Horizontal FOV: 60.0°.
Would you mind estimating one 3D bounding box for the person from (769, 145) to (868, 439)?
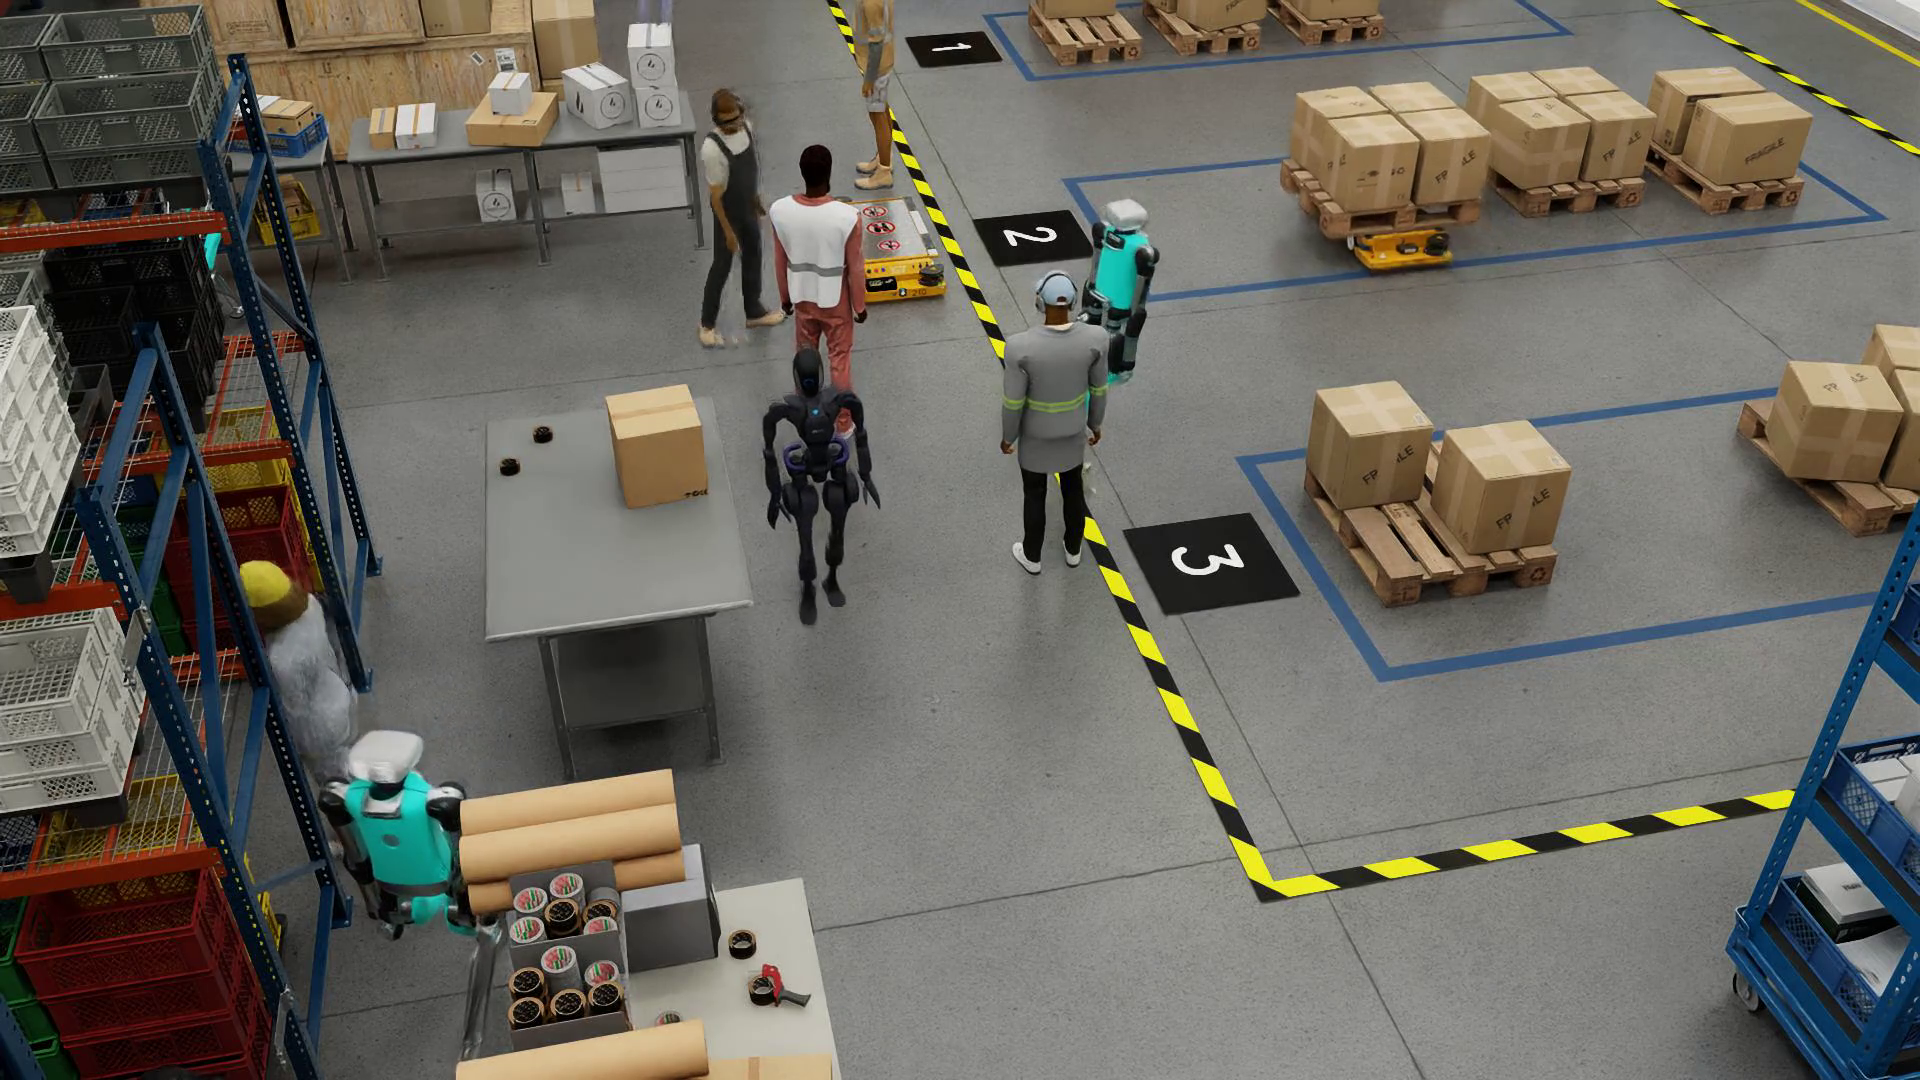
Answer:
[{"bbox_3d":[-0.854,-1.484,10.180,0.579,1.911,0.392,12,38,16],"label":"person"}]

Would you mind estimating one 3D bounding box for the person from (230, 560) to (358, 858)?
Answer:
[{"bbox_3d":[-2.828,0.767,7.296,0.402,1.724,0.486,-3,37,-4],"label":"person"}]

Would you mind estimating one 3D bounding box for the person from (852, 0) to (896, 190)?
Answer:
[{"bbox_3d":[-0.702,-3.772,13.143,0.383,2.039,0.604,1,37,2],"label":"person"}]

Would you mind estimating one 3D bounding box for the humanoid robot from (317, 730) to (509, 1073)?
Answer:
[{"bbox_3d":[-2.022,1.243,6.667,0.539,1.769,0.934,2,37,3],"label":"humanoid robot"}]

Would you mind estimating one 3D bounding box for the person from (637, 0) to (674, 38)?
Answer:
[{"bbox_3d":[-2.907,-5.672,15.940,0.575,1.747,0.453,3,37,4],"label":"person"}]

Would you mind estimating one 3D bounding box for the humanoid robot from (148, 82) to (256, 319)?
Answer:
[{"bbox_3d":[-5.201,-2.229,11.207,0.533,1.677,0.735,3,37,3],"label":"humanoid robot"}]

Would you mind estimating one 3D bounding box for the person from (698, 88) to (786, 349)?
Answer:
[{"bbox_3d":[-1.566,-2.173,11.178,0.458,1.820,0.706,18,40,23],"label":"person"}]

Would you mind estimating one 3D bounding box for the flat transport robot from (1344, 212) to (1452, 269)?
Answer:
[{"bbox_3d":[3.212,-2.535,12.938,0.652,0.197,1.431,-8,37,-10],"label":"flat transport robot"}]

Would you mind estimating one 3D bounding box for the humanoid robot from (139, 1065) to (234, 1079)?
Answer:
[{"bbox_3d":[-2.334,2.248,5.351,0.335,1.656,0.610,1,37,2],"label":"humanoid robot"}]

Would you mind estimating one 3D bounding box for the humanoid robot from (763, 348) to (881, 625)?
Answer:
[{"bbox_3d":[-0.724,-0.290,8.771,0.612,1.644,0.478,-10,38,-13],"label":"humanoid robot"}]

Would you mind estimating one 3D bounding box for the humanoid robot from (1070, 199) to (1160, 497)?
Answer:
[{"bbox_3d":[0.723,-1.087,9.796,0.804,1.773,0.554,-20,41,-25],"label":"humanoid robot"}]

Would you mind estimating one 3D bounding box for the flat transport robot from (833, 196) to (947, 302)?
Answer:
[{"bbox_3d":[-0.570,-2.220,12.538,0.659,0.231,1.431,-8,37,-10],"label":"flat transport robot"}]

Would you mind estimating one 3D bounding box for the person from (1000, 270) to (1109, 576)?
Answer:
[{"bbox_3d":[0.499,-0.639,9.086,0.598,1.850,0.392,-9,38,-11],"label":"person"}]
